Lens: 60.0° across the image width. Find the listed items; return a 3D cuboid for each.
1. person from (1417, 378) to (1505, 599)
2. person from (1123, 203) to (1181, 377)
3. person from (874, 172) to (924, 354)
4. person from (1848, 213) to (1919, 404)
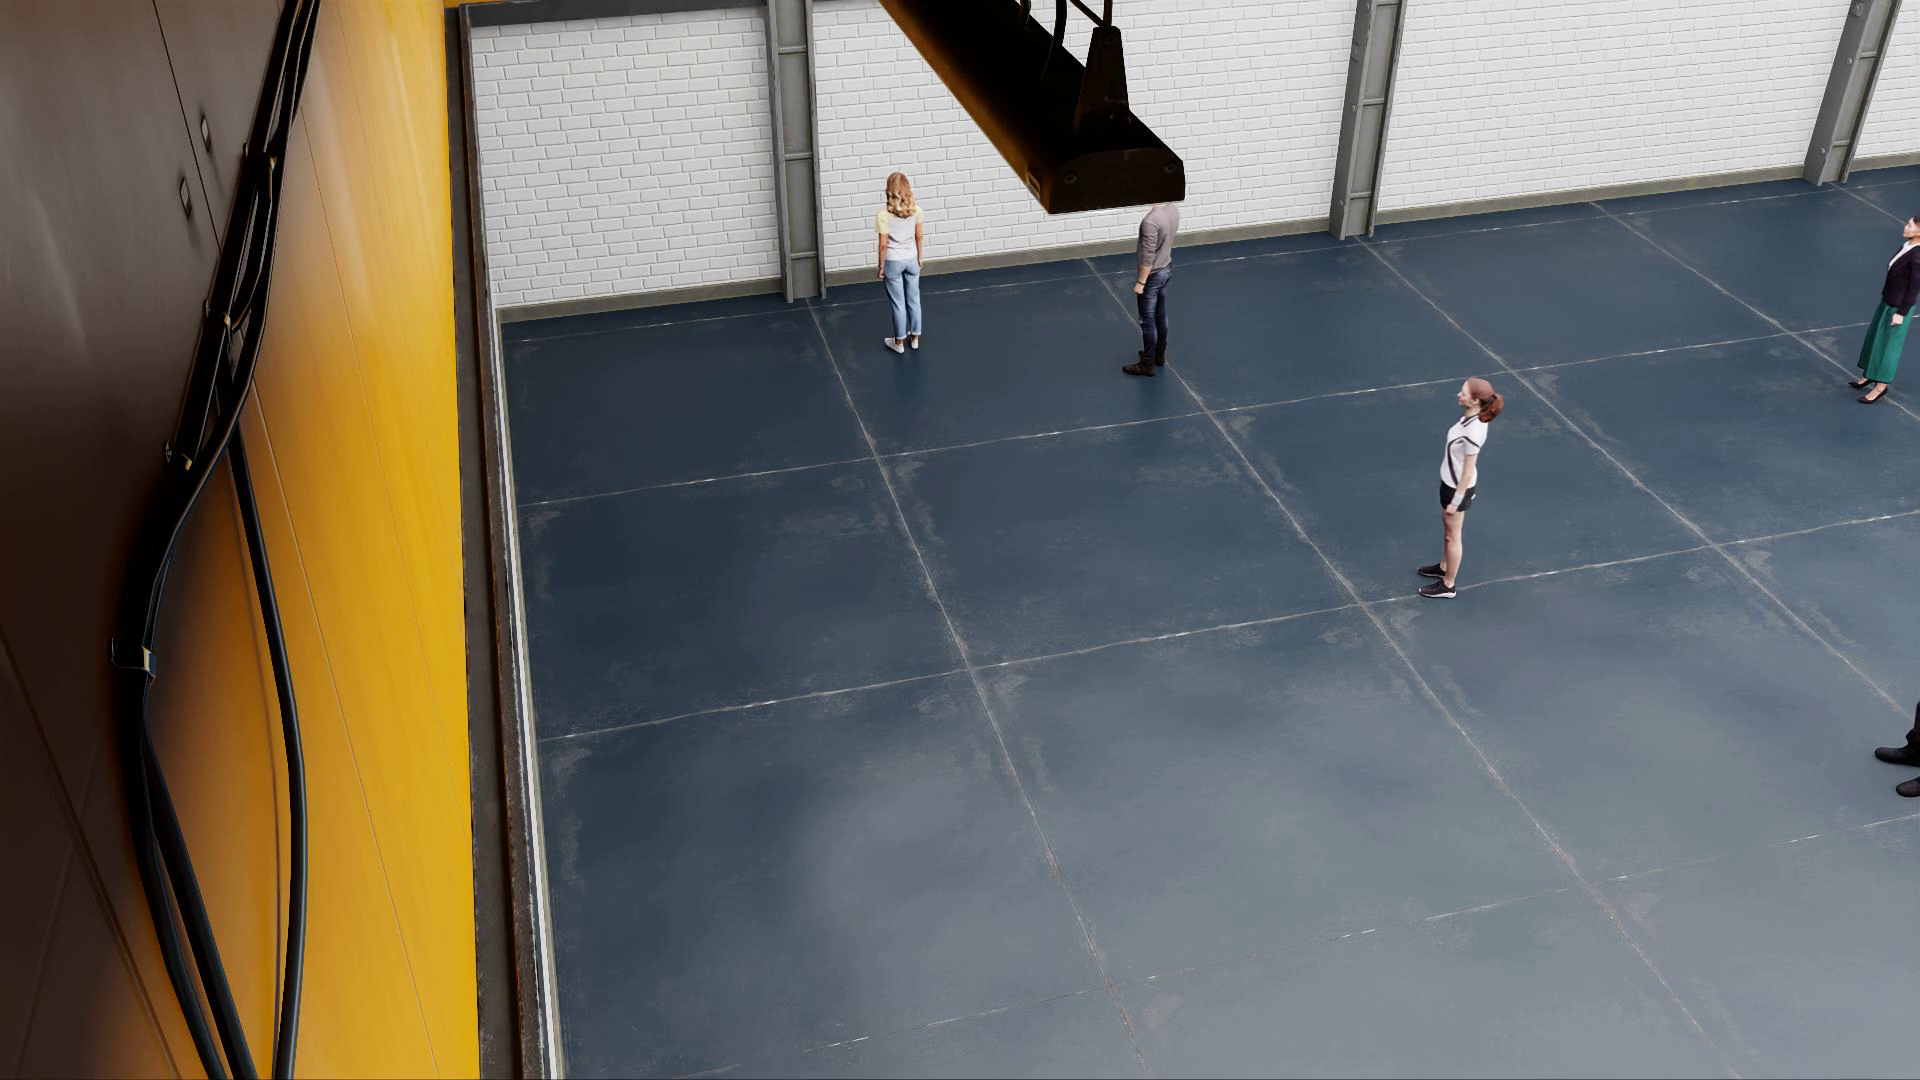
[{"bbox_3d":[3.596,-0.386,11.996,0.690,1.752,0.657,6,34,10],"label":"person"},{"bbox_3d":[1.740,-2.383,14.864,0.837,1.903,0.770,19,38,26],"label":"person"},{"bbox_3d":[-0.541,-2.538,15.261,0.551,1.722,0.728,-16,37,-23],"label":"person"},{"bbox_3d":[8.139,-2.018,14.469,0.695,1.732,0.710,7,34,10],"label":"person"}]
